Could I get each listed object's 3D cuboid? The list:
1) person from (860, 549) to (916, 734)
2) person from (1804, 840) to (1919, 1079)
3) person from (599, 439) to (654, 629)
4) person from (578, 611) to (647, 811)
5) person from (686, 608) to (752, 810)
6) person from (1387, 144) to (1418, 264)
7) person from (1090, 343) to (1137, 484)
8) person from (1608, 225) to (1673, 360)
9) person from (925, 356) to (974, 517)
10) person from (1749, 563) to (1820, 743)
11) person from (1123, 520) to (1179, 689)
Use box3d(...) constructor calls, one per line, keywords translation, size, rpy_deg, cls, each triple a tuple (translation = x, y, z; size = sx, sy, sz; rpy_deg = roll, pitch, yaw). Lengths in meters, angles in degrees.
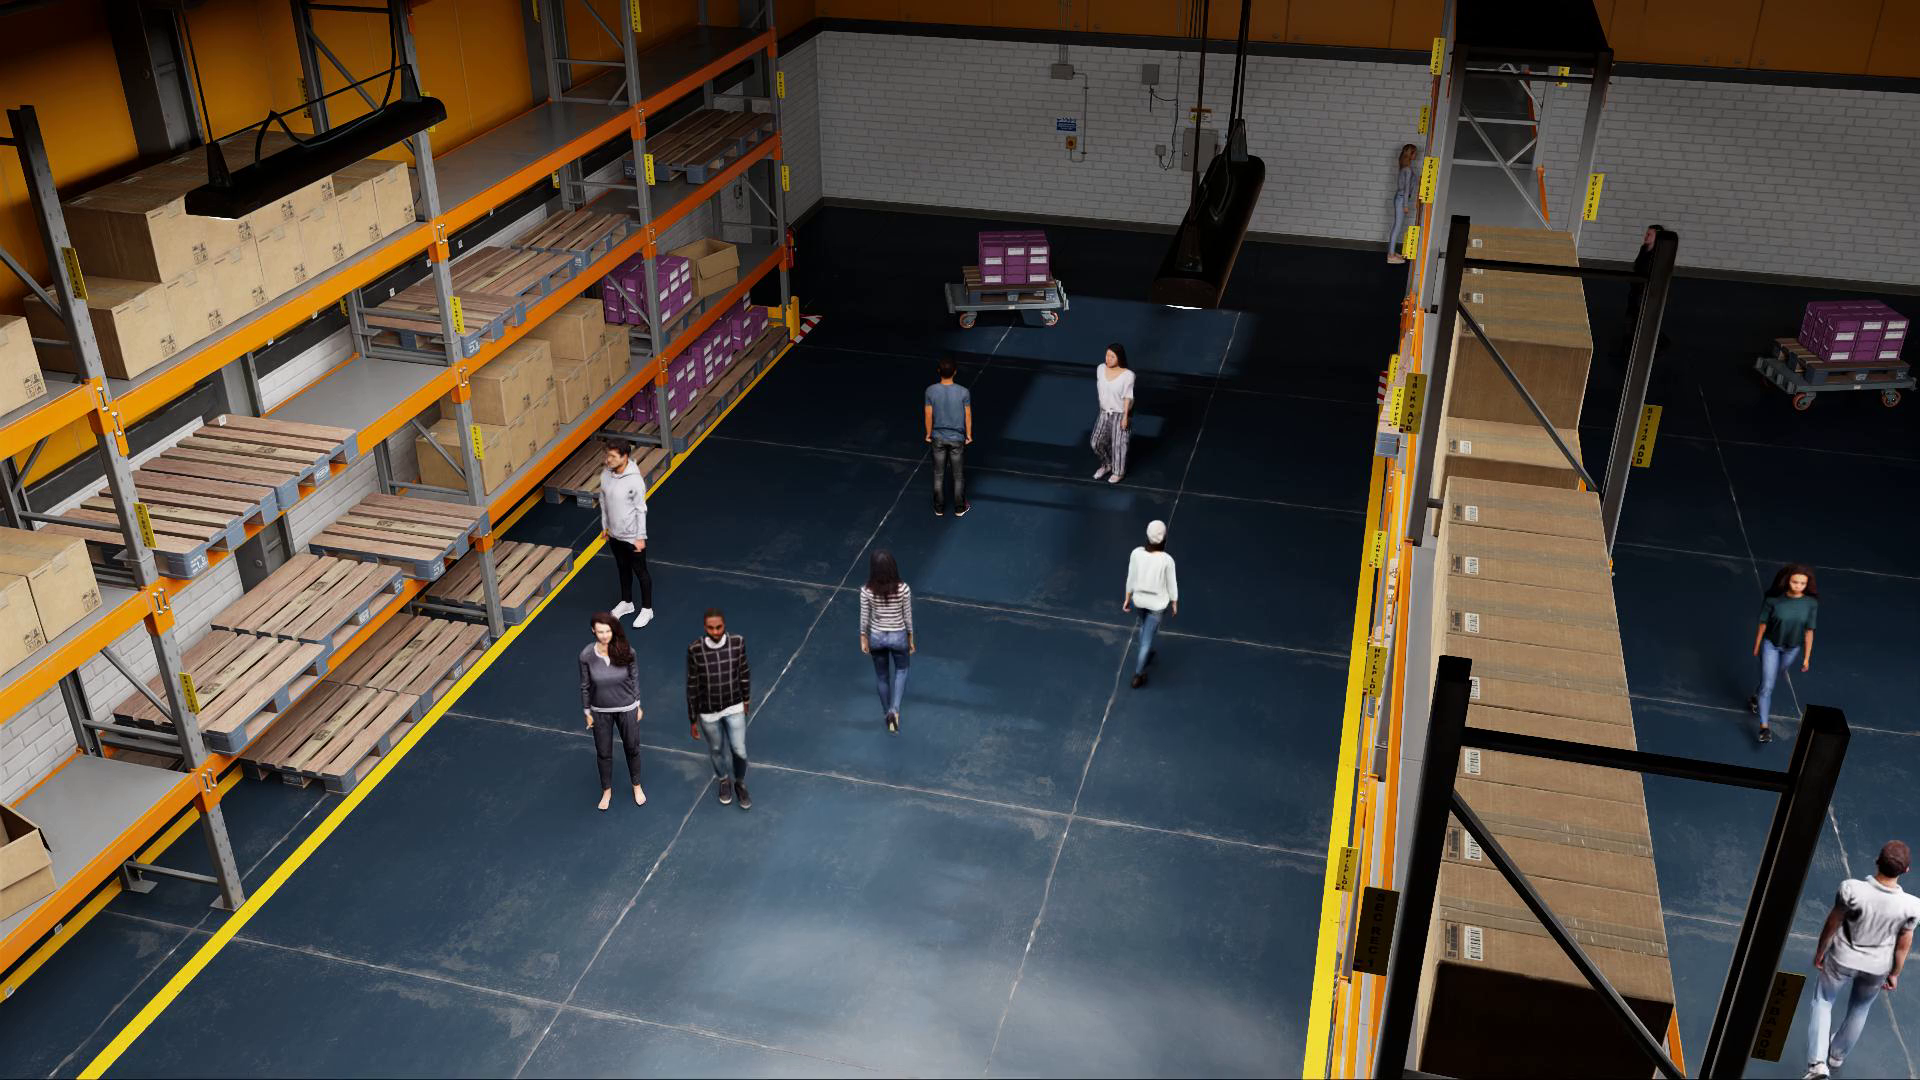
box3d(translation=(-0.606, 0.918, 14.026), size=(0.727, 1.782, 0.832), rpy_deg=(-1, 29, -1), cls="person")
box3d(translation=(5.729, 2.752, 10.610), size=(0.749, 1.833, 1.028), rpy_deg=(13, 31, 22), cls="person")
box3d(translation=(-3.147, -0.099, 15.737), size=(0.742, 1.929, 0.688), rpy_deg=(16, 32, 27), cls="person")
box3d(translation=(-2.765, 1.341, 13.264), size=(0.692, 1.768, 0.688), rpy_deg=(-7, 29, -13), cls="person")
box3d(translation=(-1.935, 1.288, 13.322), size=(0.797, 1.805, 0.826), rpy_deg=(-5, 29, -10), cls="person")
box3d(translation=(6.625, -5.056, 24.963), size=(0.681, 1.795, 0.507), rpy_deg=(2, 29, 4), cls="person")
box3d(translation=(1.769, -1.427, 18.448), size=(0.806, 1.664, 0.835), rpy_deg=(22, 35, 34), cls="person")
box3d(translation=(8.925, -3.182, 21.491), size=(0.951, 1.830, 1.010), rpy_deg=(-1, 29, -1), cls="person")
box3d(translation=(-0.123, -1.102, 17.699), size=(0.687, 1.810, 0.589), rpy_deg=(3, 29, 5), cls="person")
box3d(translation=(7.040, 0.890, 14.291), size=(0.608, 1.576, 1.050), rpy_deg=(6, 29, 11), cls="person")
box3d(translation=(1.658, 0.592, 14.787), size=(0.727, 1.626, 0.910), rpy_deg=(14, 32, 25), cls="person")
